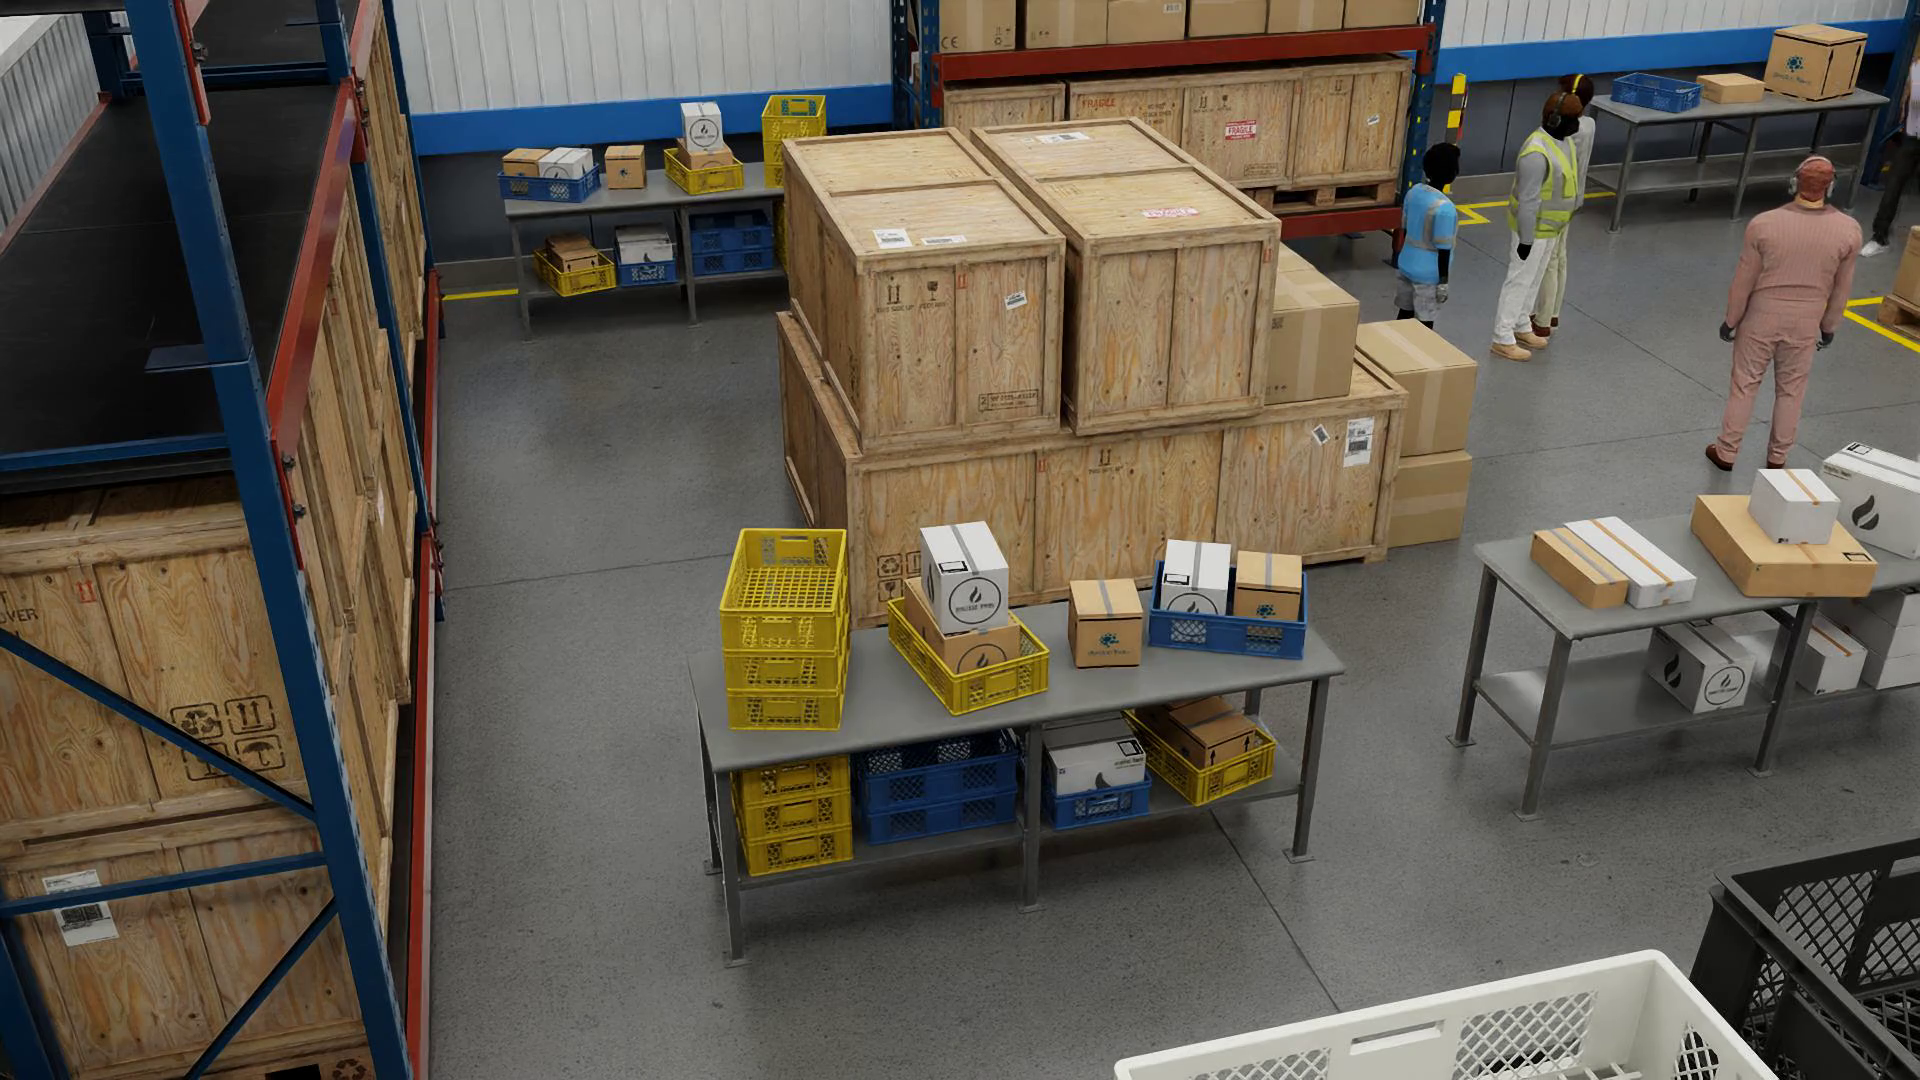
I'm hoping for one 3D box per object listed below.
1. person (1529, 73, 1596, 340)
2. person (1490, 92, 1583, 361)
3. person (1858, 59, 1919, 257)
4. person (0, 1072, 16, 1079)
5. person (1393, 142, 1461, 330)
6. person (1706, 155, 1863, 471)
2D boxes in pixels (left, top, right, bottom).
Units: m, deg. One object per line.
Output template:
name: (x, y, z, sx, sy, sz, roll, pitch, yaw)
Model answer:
person: (4.187, -2.337, 11.684, 0.328, 1.873, 0.512, 19, 34, 30)
person: (3.962, -2.140, 11.371, 0.431, 1.836, 0.618, 18, 34, 30)
person: (7.756, -3.196, 13.233, 0.833, 1.889, 0.595, -11, 31, -19)
person: (-2.106, 1.934, 3.874, 0.374, 1.933, 0.625, 22, 36, 34)
person: (3.010, -1.727, 10.754, 0.315, 1.696, 0.541, -7, 30, -12)
person: (4.822, -1.307, 9.780, 0.651, 1.904, 0.403, 5, 29, 10)
